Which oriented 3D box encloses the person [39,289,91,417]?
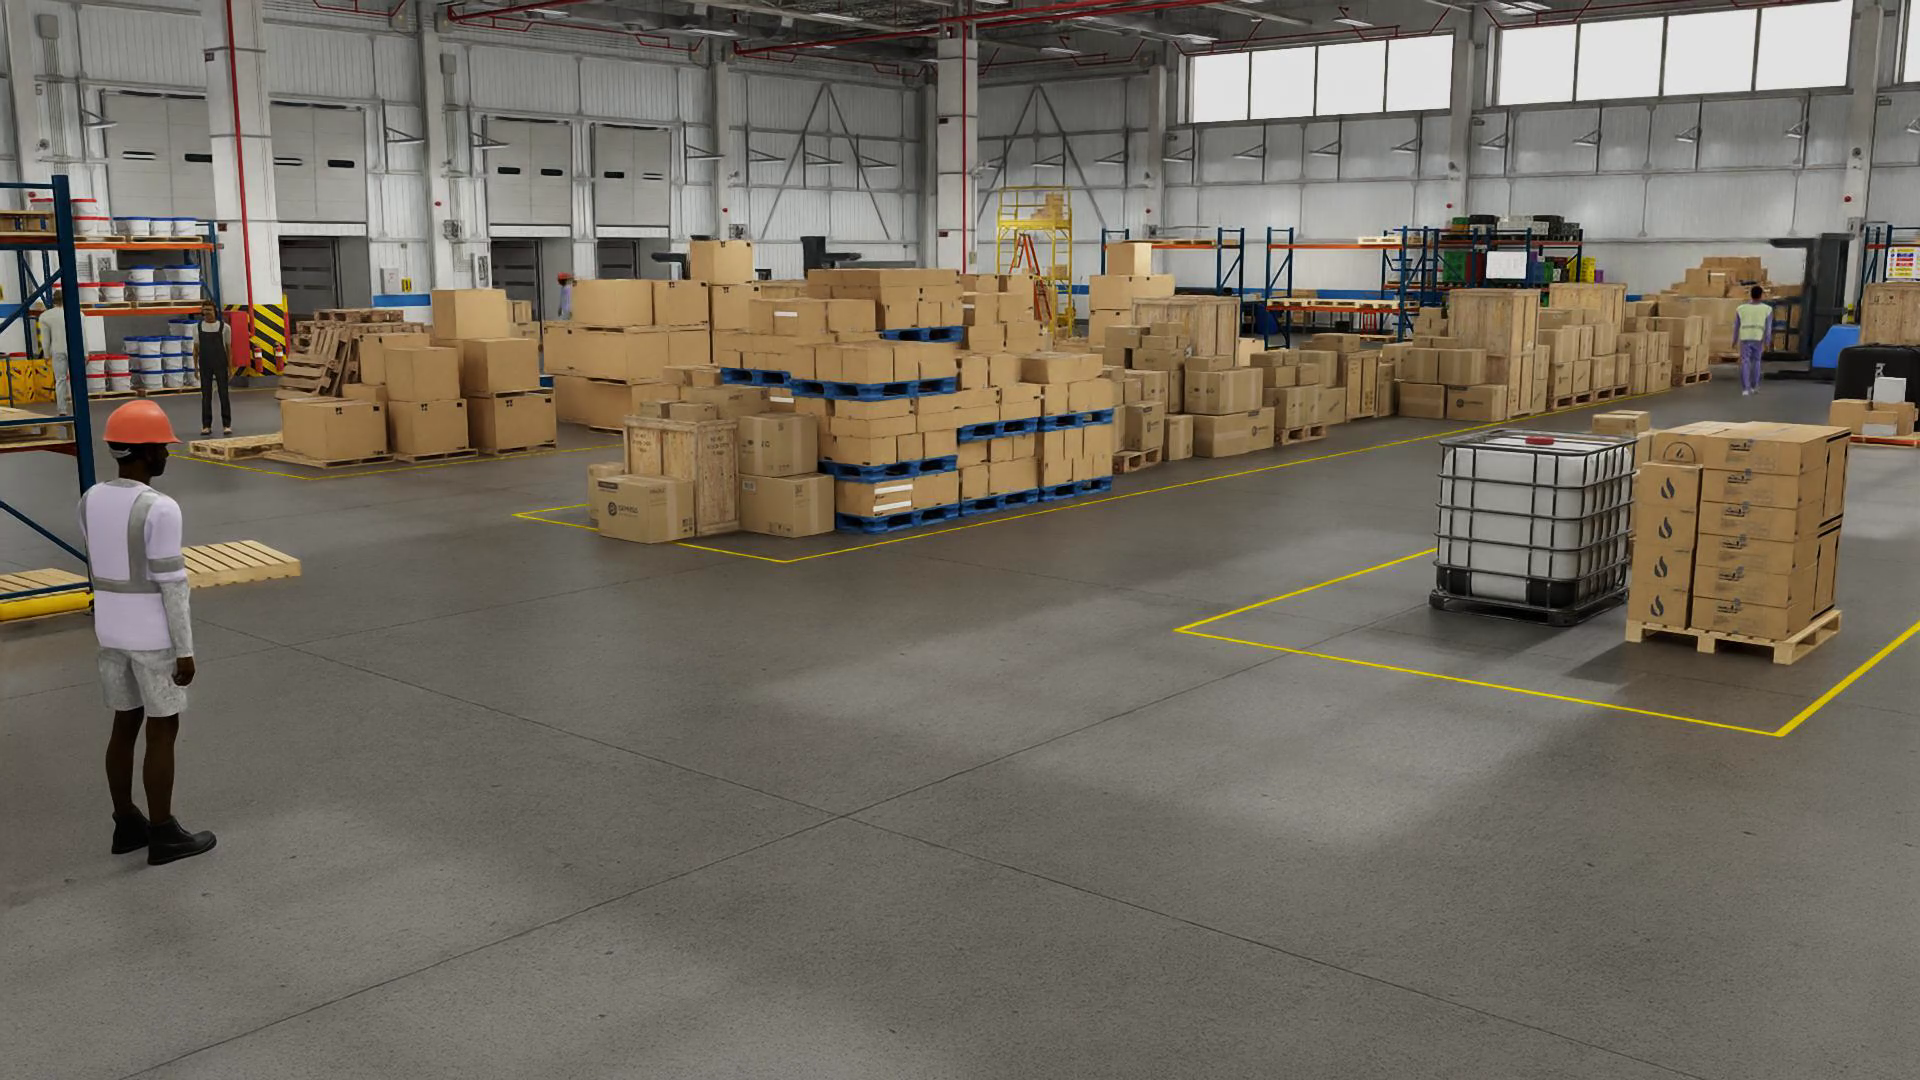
[{"bbox_3d":[-13.317,-2.758,24.783,0.630,1.937,0.373,-4,11,-23],"label":"person"}]

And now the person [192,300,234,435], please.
[{"bbox_3d":[-10.212,-2.357,22.754,0.504,1.847,0.344,-3,10,-17],"label":"person"}]

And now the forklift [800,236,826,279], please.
[{"bbox_3d":[-3.500,-5.872,39.825,1.873,2.768,1.129,2,10,12],"label":"forklift"}]

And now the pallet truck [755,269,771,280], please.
[{"bbox_3d":[-4.996,-6.432,45.525,1.885,1.965,0.823,-6,12,-32],"label":"pallet truck"}]

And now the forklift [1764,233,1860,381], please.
[{"bbox_3d":[16.478,-4.402,31.456,1.873,2.768,1.129,8,13,40],"label":"forklift"}]

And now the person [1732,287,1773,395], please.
[{"bbox_3d":[13.866,-3.488,29.131,0.610,1.864,0.997,4,11,24],"label":"person"}]

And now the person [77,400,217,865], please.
[{"bbox_3d":[-3.380,0.384,6.935,0.539,1.929,0.389,5,11,25],"label":"person"}]

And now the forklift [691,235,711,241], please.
[{"bbox_3d":[-5.766,-5.368,36.958,1.873,2.768,1.129,-2,10,-9],"label":"forklift"}]

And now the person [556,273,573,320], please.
[{"bbox_3d":[-10.486,-6.096,43.899,0.932,1.890,0.568,-5,11,-25],"label":"person"}]
